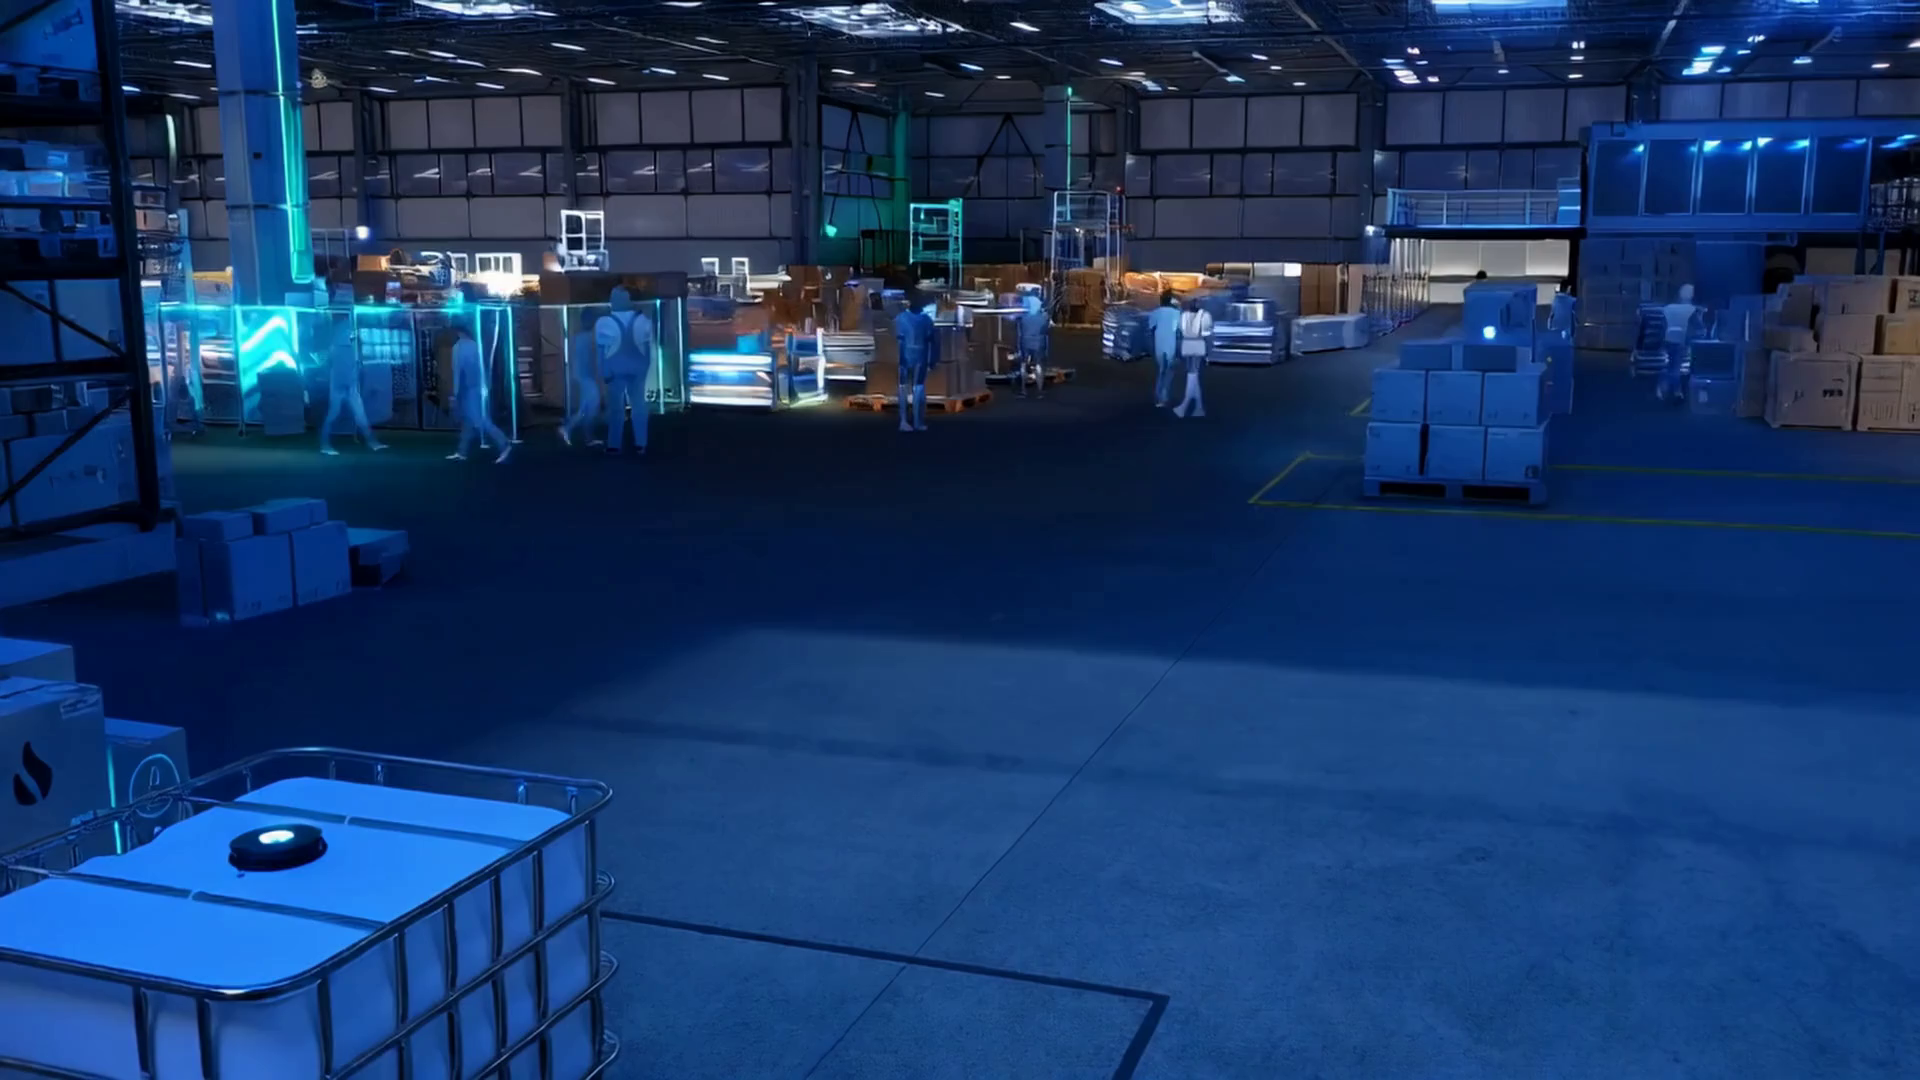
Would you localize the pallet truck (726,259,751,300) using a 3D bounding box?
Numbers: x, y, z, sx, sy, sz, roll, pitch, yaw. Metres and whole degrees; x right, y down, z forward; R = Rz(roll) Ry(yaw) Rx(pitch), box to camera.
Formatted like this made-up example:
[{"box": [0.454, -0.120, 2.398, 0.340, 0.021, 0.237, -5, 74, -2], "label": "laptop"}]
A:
[{"box": [-7.986, -9.493, 62.019, 0.823, 1.965, 1.885, 3, 11, 17], "label": "pallet truck"}]

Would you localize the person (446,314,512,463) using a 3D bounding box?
[{"box": [-5.591, -1.751, 19.204, 0.847, 1.722, 0.546, 2, 10, 10], "label": "person"}]

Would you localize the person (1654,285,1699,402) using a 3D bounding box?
[{"box": [11.413, -3.129, 26.528, 0.897, 1.882, 0.583, -6, 12, -31], "label": "person"}]

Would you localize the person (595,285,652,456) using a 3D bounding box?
[{"box": [-4.041, -2.030, 19.870, 0.690, 2.000, 0.538, -6, 12, -30], "label": "person"}]

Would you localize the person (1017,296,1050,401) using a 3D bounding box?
[{"box": [1.179, -3.069, 26.718, 0.540, 1.692, 0.321, 1, 10, 7], "label": "person"}]

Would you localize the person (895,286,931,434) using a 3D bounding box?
[{"box": [-0.609, -2.396, 22.180, 0.371, 1.958, 0.598, 9, 13, 41], "label": "person"}]

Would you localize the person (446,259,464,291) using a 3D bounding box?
[{"box": [-16.621, -8.220, 54.767, 0.603, 2.035, 0.403, 0, 10, 2], "label": "person"}]

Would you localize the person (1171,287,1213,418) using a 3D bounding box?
[{"box": [3.305, -2.701, 24.084, 0.991, 1.882, 0.557, -10, 14, -44], "label": "person"}]

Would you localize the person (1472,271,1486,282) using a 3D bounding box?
[{"box": [11.588, -5.036, 37.132, 0.399, 1.928, 0.542, 4, 11, 21], "label": "person"}]

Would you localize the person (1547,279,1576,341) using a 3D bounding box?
[{"box": [11.217, -3.926, 31.072, 0.502, 1.861, 0.328, 1, 10, 4], "label": "person"}]

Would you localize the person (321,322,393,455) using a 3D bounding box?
[{"box": [-7.254, -1.787, 19.771, 0.864, 1.584, 0.510, 2, 10, 9], "label": "person"}]

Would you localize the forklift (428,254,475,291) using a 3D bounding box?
[{"box": [-20.133, -10.254, 65.465, 1.157, 1.987, 2.680, 3, 11, 19], "label": "forklift"}]

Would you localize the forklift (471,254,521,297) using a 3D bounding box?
[{"box": [-17.990, -10.121, 64.684, 1.157, 1.987, 2.680, 3, 11, 17], "label": "forklift"}]

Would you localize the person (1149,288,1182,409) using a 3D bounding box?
[{"box": [3.157, -2.929, 25.473, 0.562, 1.848, 0.405, 6, 12, 30], "label": "person"}]

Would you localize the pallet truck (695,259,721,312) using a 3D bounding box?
[{"box": [-9.165, -9.627, 62.776, 0.823, 1.965, 1.885, 4, 11, 23], "label": "pallet truck"}]

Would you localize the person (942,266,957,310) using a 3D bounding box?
[{"box": [-0.378, -9.847, 64.269, 0.404, 1.911, 0.636, -9, 13, -40], "label": "person"}]

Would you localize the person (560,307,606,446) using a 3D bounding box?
[{"box": [-4.669, -1.993, 20.511, 0.594, 1.749, 0.529, -8, 13, -37], "label": "person"}]

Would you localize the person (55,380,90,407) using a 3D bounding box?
[{"box": [-10.699, -2.027, 19.983, 0.388, 1.992, 0.622, -1, 10, -3], "label": "person"}]
